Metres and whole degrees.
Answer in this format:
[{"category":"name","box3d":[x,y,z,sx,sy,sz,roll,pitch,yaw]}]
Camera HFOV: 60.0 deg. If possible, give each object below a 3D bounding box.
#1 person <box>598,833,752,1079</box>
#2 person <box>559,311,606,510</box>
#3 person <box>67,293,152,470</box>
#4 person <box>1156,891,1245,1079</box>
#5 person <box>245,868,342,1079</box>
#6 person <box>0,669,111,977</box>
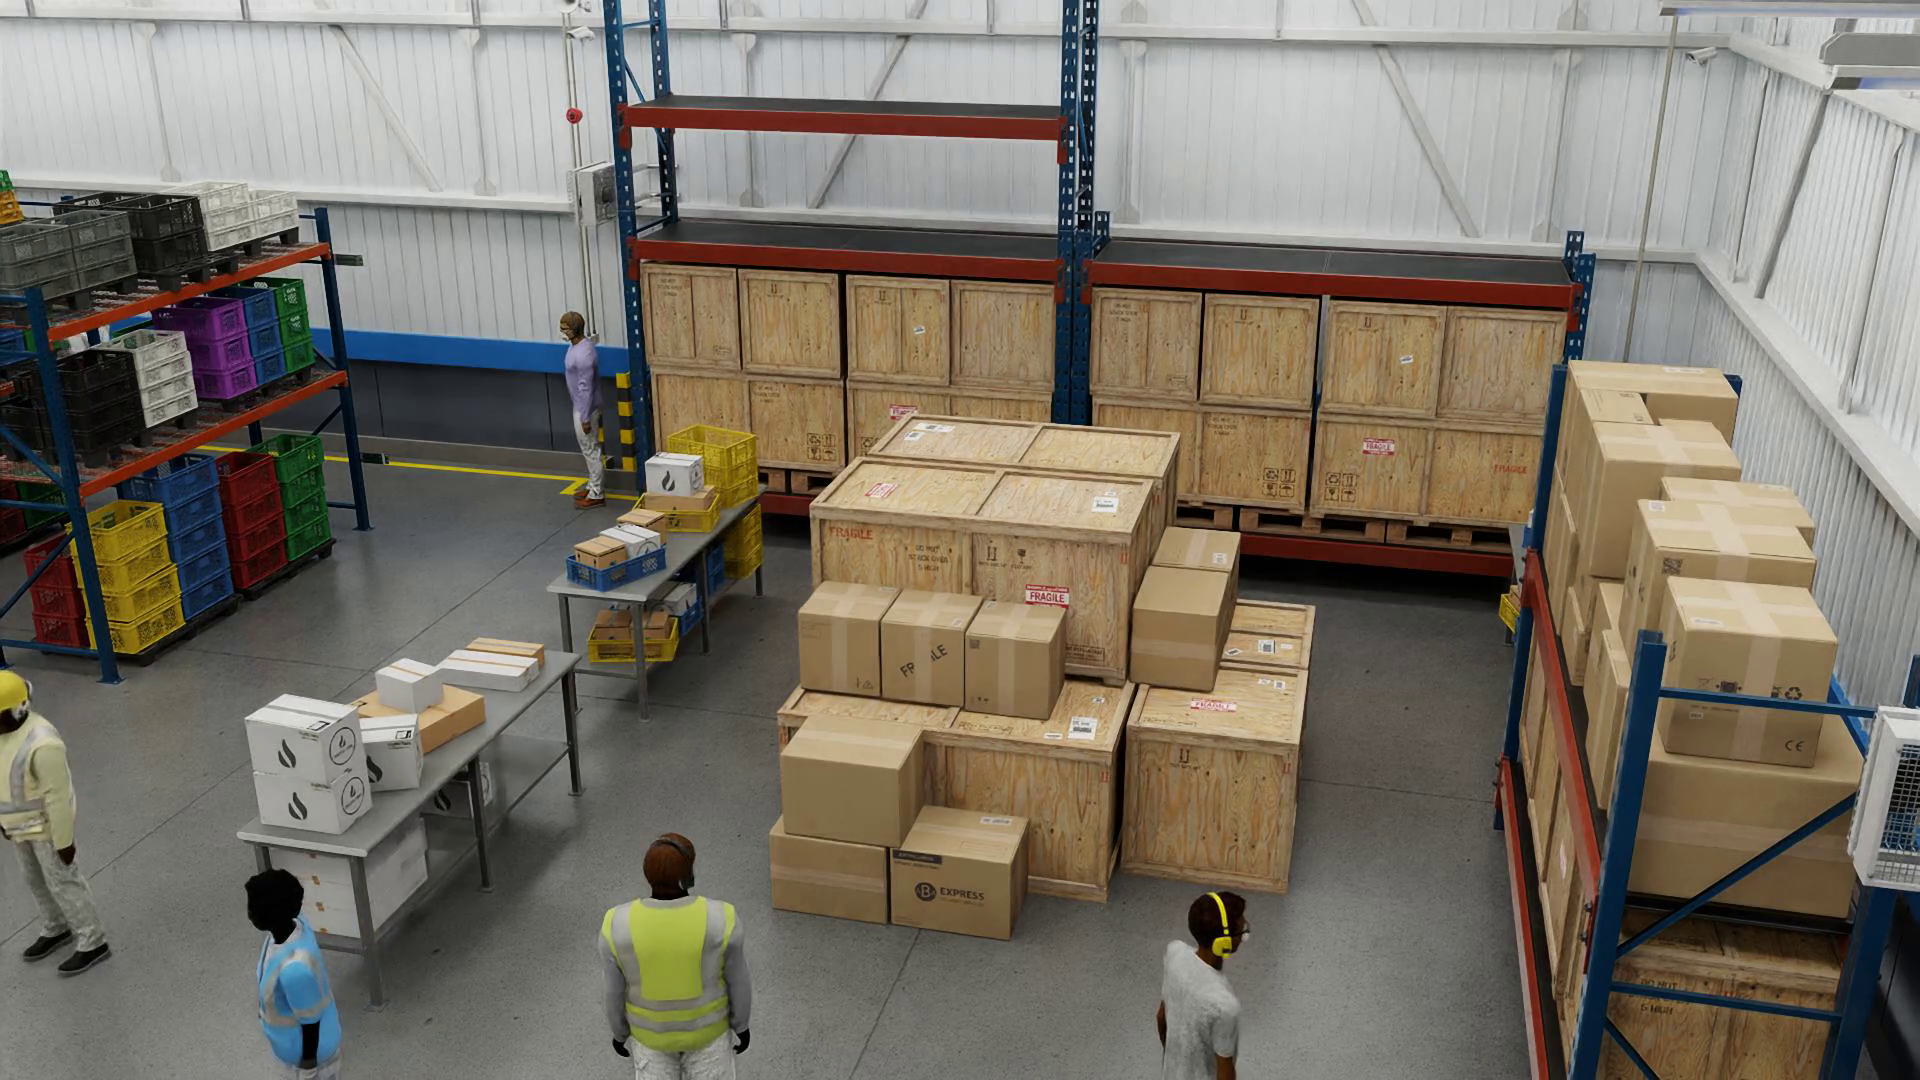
[{"category":"person","box3d":[-1.224,2.117,7.288,0.634,1.839,0.429,-2,21,-5]},{"category":"person","box3d":[-3.612,-1.258,15.995,0.374,1.933,0.625,-6,22,-14]},{"category":"person","box3d":[-8.690,-1.599,16.993,0.812,1.855,0.600,6,22,15]},{"category":"person","box3d":[0.994,2.264,6.860,0.329,1.871,0.513,-9,23,-22]},{"category":"person","box3d":[-2.882,2.189,7.295,0.317,1.695,0.540,-10,23,-25]},{"category":"person","box3d":[-4.964,1.503,8.927,0.591,1.819,0.404,15,25,34]}]
